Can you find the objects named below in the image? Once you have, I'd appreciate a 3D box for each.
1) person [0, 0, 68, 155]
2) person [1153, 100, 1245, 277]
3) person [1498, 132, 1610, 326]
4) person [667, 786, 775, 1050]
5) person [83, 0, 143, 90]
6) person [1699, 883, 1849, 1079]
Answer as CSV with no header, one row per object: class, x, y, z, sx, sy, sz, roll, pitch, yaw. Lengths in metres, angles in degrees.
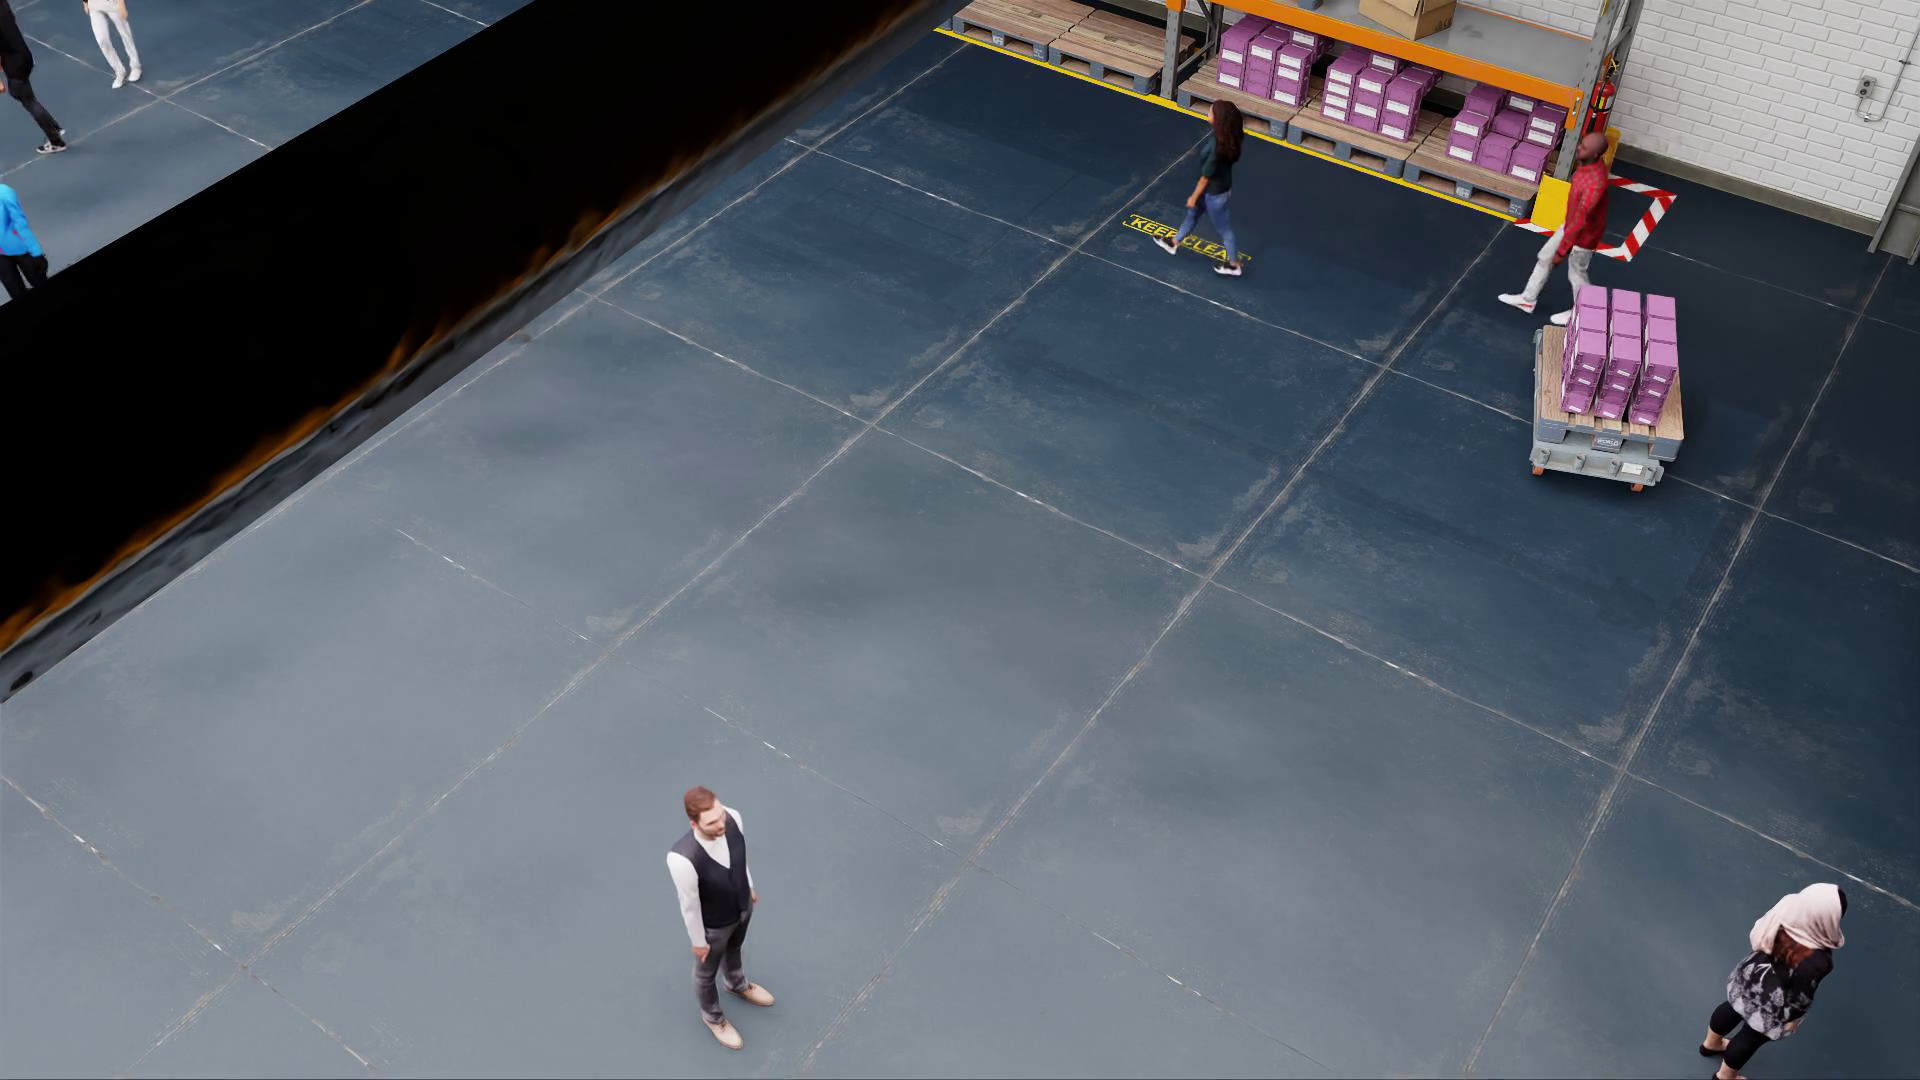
person,-8.693,-4.425,15.457,0.817,1.811,0.769,-4,44,-4
person,2.234,-2.920,14.047,1.123,1.575,0.771,14,45,14
person,5.111,-2.484,13.433,1.112,1.791,0.945,8,44,8
person,-1.268,1.923,8.702,0.556,1.937,0.648,25,49,24
person,-8.480,-5.383,16.574,0.787,1.656,0.851,0,44,0
person,4.180,2.276,8.549,0.791,1.636,0.750,0,44,0
